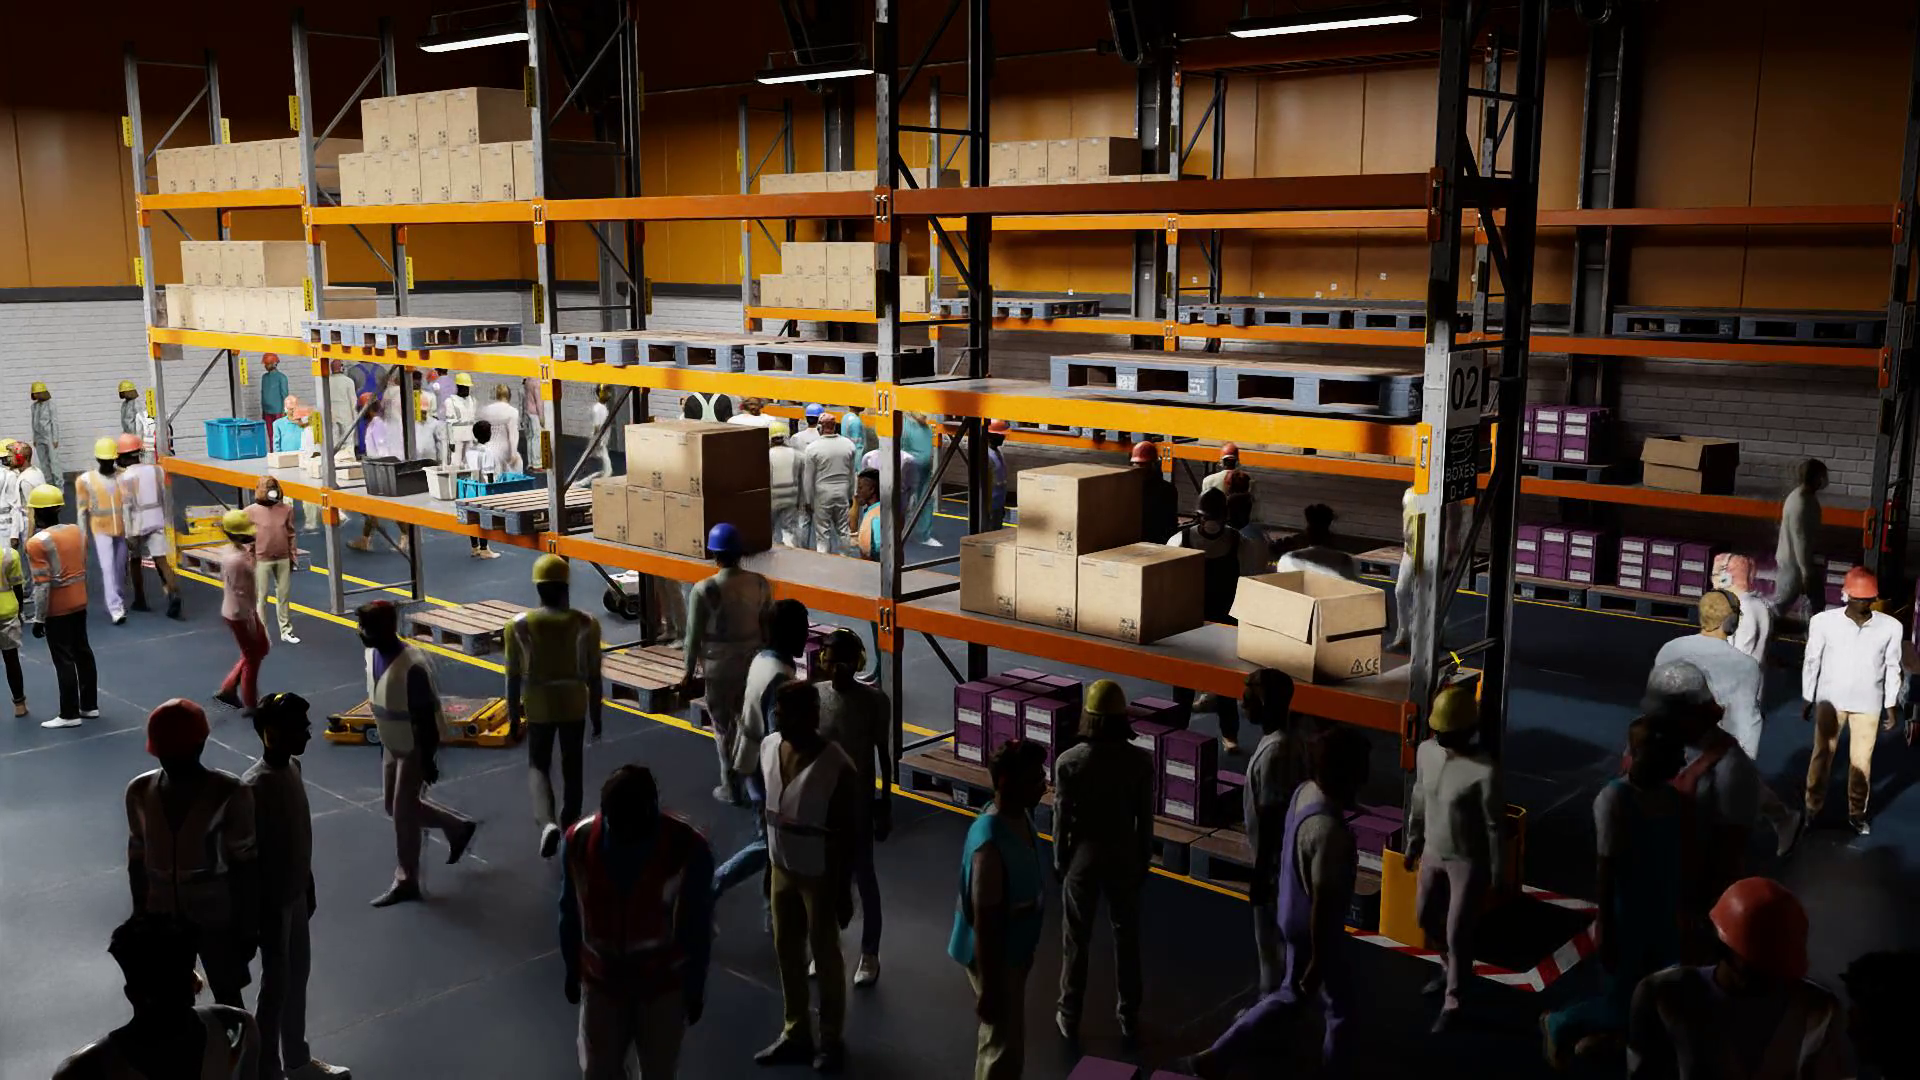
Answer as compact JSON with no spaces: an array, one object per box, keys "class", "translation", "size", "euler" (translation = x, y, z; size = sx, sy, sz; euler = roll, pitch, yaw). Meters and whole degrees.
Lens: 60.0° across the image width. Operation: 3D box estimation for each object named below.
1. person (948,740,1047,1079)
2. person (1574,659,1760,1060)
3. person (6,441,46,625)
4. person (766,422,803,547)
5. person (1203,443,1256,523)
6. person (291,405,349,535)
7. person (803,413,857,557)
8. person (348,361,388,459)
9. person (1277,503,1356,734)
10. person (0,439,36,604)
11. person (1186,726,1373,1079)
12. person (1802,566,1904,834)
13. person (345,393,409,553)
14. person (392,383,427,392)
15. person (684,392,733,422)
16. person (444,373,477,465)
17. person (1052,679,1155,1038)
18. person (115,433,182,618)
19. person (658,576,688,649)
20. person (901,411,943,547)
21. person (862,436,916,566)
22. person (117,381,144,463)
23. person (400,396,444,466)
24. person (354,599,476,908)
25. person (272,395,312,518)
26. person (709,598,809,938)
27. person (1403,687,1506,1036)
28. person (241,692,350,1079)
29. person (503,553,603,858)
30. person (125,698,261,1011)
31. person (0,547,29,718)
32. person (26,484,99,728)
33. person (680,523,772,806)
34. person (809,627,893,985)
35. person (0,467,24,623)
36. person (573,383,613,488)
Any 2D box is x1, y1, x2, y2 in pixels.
[{"class":"person","translation":[0.172,1.691,6.717],"size":[0.419,1.835,0.571],"euler":[2,10,10]},{"class":"person","translation":[3.160,1.459,7.441],"size":[0.649,2.000,0.732],"euler":[-5,11,-25]},{"class":"person","translation":[-9.281,-0.077,16.688],"size":[0.374,1.840,0.569],"euler":[-4,11,-23]},{"class":"person","translation":[-2.092,-0.450,18.929],"size":[0.602,1.798,0.846],"euler":[-4,11,-22]},{"class":"person","translation":[2.784,-0.139,17.325],"size":[0.562,1.743,0.350],"euler":[1,10,5]},{"class":"person","translation":[-8.412,-0.917,21.753],"size":[0.599,1.724,0.577],"euler":[-4,11,-23]},{"class":"person","translation":[-1.492,-0.495,18.904],"size":[0.652,1.901,0.400],"euler":[-6,12,-30]},{"class":"person","translation":[-10.552,-2.459,29.596],"size":[0.682,2.000,0.537],"euler":[-8,13,-37]},{"class":"person","translation":[2.579,0.691,12.185],"size":[0.701,1.908,0.985],"euler":[-3,11,-19]},{"class":"person","translation":[-9.983,-0.201,17.635],"size":[0.524,1.761,0.339],"euler":[6,11,29]},{"class":"person","translation":[1.406,1.652,7.008],"size":[0.813,1.816,0.559],"euler":[-1,10,-5]},{"class":"person","translation":[5.736,1.031,10.719],"size":[0.582,1.745,0.363],"euler":[4,11,21]},{"class":"person","translation":[-7.204,-0.815,20.495],"size":[0.869,1.972,0.689],"euler":[-2,10,-10]},{"class":"person","translation":[-8.993,-1.910,27.077],"size":[0.700,1.841,1.028],"euler":[1,10,6]},{"class":"person","translation":[-3.600,-1.456,23.923],"size":[0.684,2.000,0.538],"euler":[-1,10,-7]},{"class":"person","translation":[-7.361,-1.523,24.664],"size":[0.409,1.918,0.585],"euler":[5,11,26]},{"class":"person","translation":[0.681,1.520,7.974],"size":[0.487,1.735,0.339],"euler":[-1,10,-5]},{"class":"person","translation":[-8.297,-0.149,16.956],"size":[0.936,1.899,0.556],"euler":[9,13,41]},{"class":"person","translation":[-2.765,0.067,15.755],"size":[0.443,1.885,0.644],"euler":[0,10,-1]},{"class":"person","translation":[-0.610,-0.843,20.942],"size":[0.729,1.883,0.659],"euler":[7,12,36]},{"class":"person","translation":[-0.765,-0.325,17.850],"size":[0.587,1.928,0.382],"euler":[0,10,1]},{"class":"person","translation":[-12.680,-1.573,25.456],"size":[0.483,1.737,0.321],"euler":[8,13,38]},{"class":"person","translation":[-7.401,-1.127,22.914],"size":[0.593,1.735,0.390],"euler":[-7,12,-34]},{"class":"person","translation":[-3.147,1.188,9.636],"size":[0.584,1.812,0.643],"euler":[9,14,43]},{"class":"person","translation":[-9.104,-1.113,22.796],"size":[0.568,1.751,0.329],"euler":[-6,12,-29]},{"class":"person","translation":[-1.123,1.257,9.049],"size":[0.715,1.888,0.617],"euler":[-2,10,-13]},{"class":"person","translation":[2.403,1.520,7.994],"size":[0.544,1.735,0.530],"euler":[-6,12,-31]},{"class":"person","translation":[-2.954,1.577,7.299],"size":[0.334,1.860,0.510],"euler":[0,10,1]},{"class":"person","translation":[-2.484,1.038,10.215],"size":[0.587,1.911,0.561],"euler":[-3,11,-17]},{"class":"person","translation":[-3.226,1.594,7.011],"size":[0.548,1.927,0.390],"euler":[0,10,1]},{"class":"person","translation":[-7.717,0.606,13.227],"size":[0.537,1.700,0.317],"euler":[-7,12,-35]},{"class":"person","translation":[-7.076,0.520,13.068],"size":[0.380,1.928,0.586],"euler":[2,10,9]},{"class":"person","translation":[-1.563,0.842,11.223],"size":[0.617,1.930,0.441],"euler":[-9,13,-41]},{"class":"person","translation":[-0.596,1.356,8.552],"size":[0.513,1.858,0.325],"euler":[3,11,18]},{"class":"person","translation":[-9.598,-0.071,16.543],"size":[0.573,1.883,0.356],"euler":[3,10,14]},{"class":"person","translation":[-5.219,-1.356,23.895],"size":[0.661,1.844,0.538],"euler":[0,10,-3]}]
